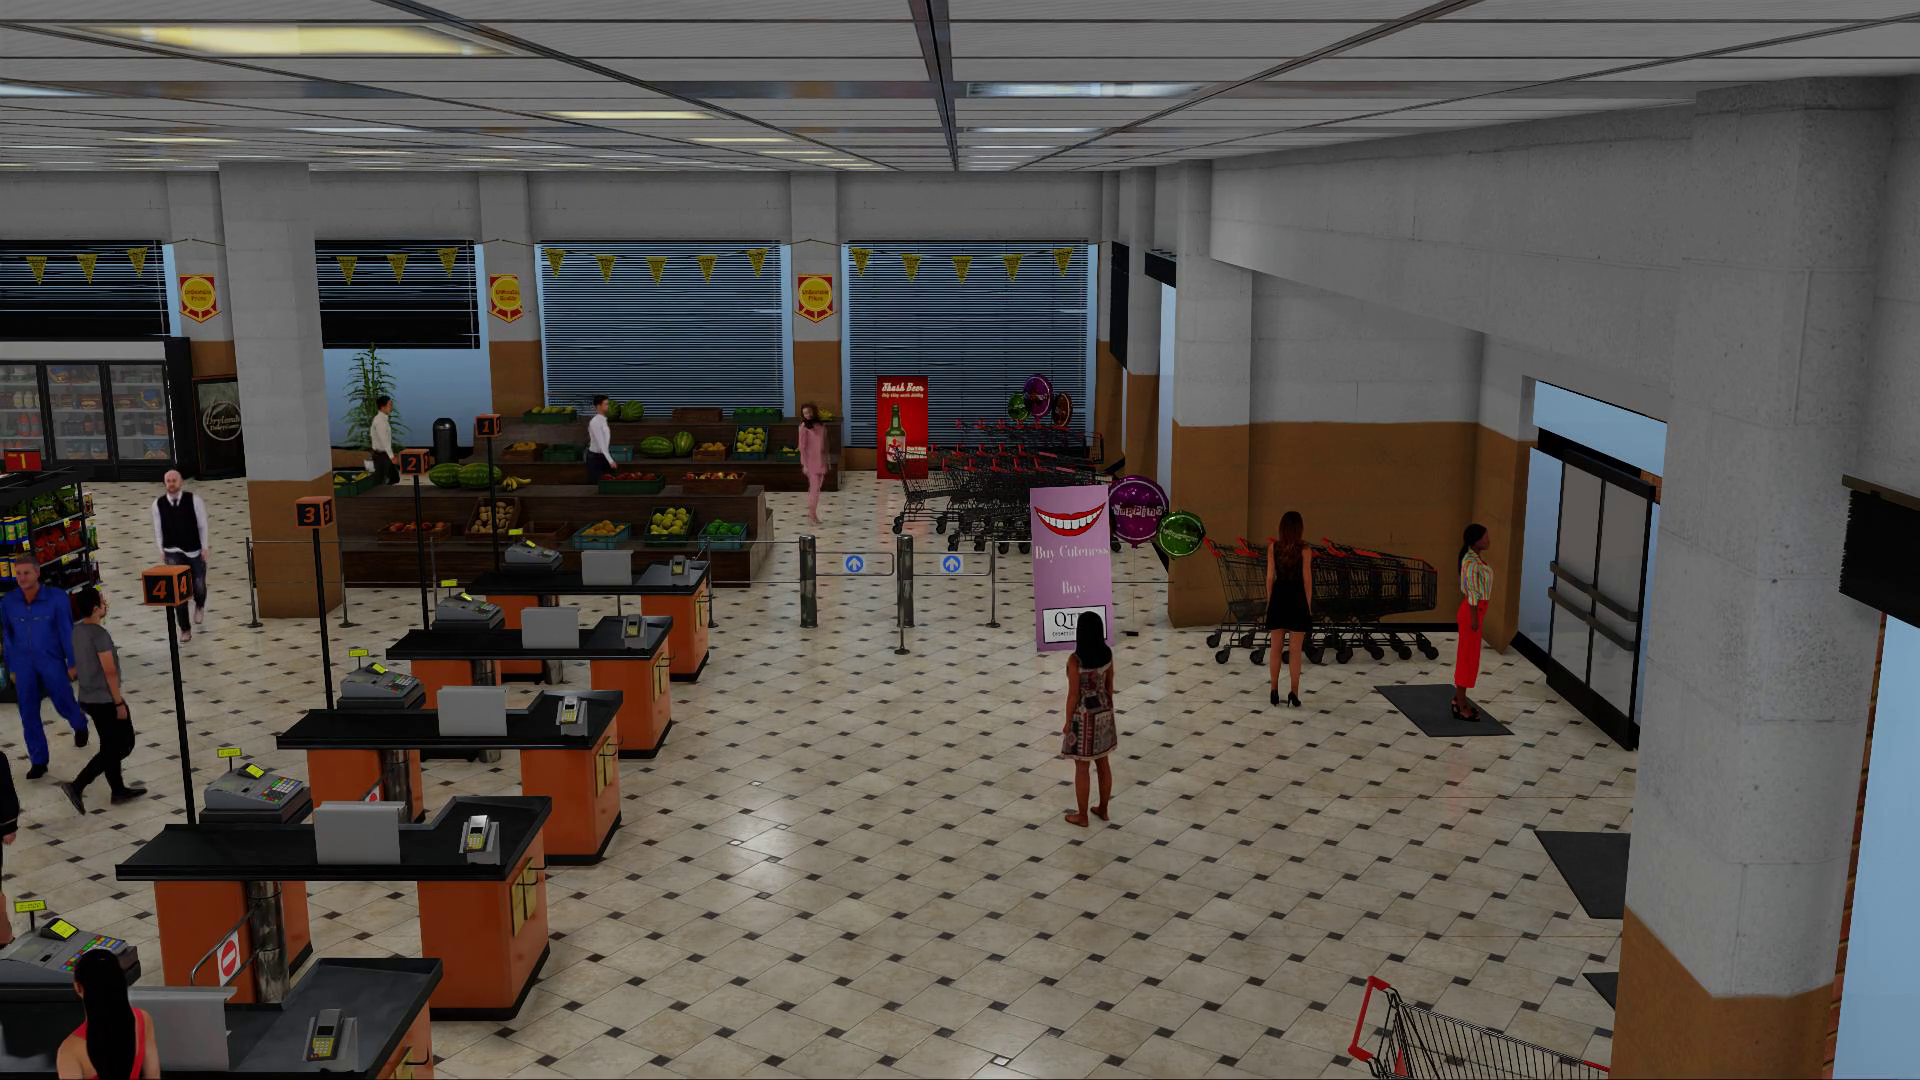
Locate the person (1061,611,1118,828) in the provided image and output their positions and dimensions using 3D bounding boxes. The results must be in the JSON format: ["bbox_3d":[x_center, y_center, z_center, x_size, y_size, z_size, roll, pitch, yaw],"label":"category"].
[{"bbox_3d":[0.975,1.329,12.468,0.672,1.645,0.786,-8,14,-33],"label":"person"}]

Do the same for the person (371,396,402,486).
[{"bbox_3d":[-8.461,-1.185,24.065,0.713,1.786,0.719,-3,12,-14],"label":"person"}]

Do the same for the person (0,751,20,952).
[{"bbox_3d":[-6.022,1.810,10.145,0.699,1.661,0.834,-3,12,-16],"label":"person"}]

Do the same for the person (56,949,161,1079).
[{"bbox_3d":[-3.441,2.481,6.801,0.727,1.726,0.711,7,14,29],"label":"person"}]

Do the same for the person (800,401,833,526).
[{"bbox_3d":[-2.041,-1.098,23.667,0.788,1.780,0.717,8,14,34],"label":"person"}]

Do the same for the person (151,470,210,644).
[{"bbox_3d":[-8.245,0.153,17.739,1.292,1.775,1.063,-5,13,-22],"label":"person"}]

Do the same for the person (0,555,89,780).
[{"bbox_3d":[-7.495,1.003,13.640,1.086,1.801,0.925,-2,12,-10],"label":"person"}]

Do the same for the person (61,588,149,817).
[{"bbox_3d":[-6.595,1.242,12.655,0.975,1.738,1.000,9,15,37],"label":"person"}]

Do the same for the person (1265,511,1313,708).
[{"bbox_3d":[3.016,0.635,15.305,0.597,1.834,0.719,5,13,24],"label":"person"}]

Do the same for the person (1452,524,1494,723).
[{"bbox_3d":[4.591,0.732,14.946,0.621,1.793,0.653,3,12,16],"label":"person"}]
